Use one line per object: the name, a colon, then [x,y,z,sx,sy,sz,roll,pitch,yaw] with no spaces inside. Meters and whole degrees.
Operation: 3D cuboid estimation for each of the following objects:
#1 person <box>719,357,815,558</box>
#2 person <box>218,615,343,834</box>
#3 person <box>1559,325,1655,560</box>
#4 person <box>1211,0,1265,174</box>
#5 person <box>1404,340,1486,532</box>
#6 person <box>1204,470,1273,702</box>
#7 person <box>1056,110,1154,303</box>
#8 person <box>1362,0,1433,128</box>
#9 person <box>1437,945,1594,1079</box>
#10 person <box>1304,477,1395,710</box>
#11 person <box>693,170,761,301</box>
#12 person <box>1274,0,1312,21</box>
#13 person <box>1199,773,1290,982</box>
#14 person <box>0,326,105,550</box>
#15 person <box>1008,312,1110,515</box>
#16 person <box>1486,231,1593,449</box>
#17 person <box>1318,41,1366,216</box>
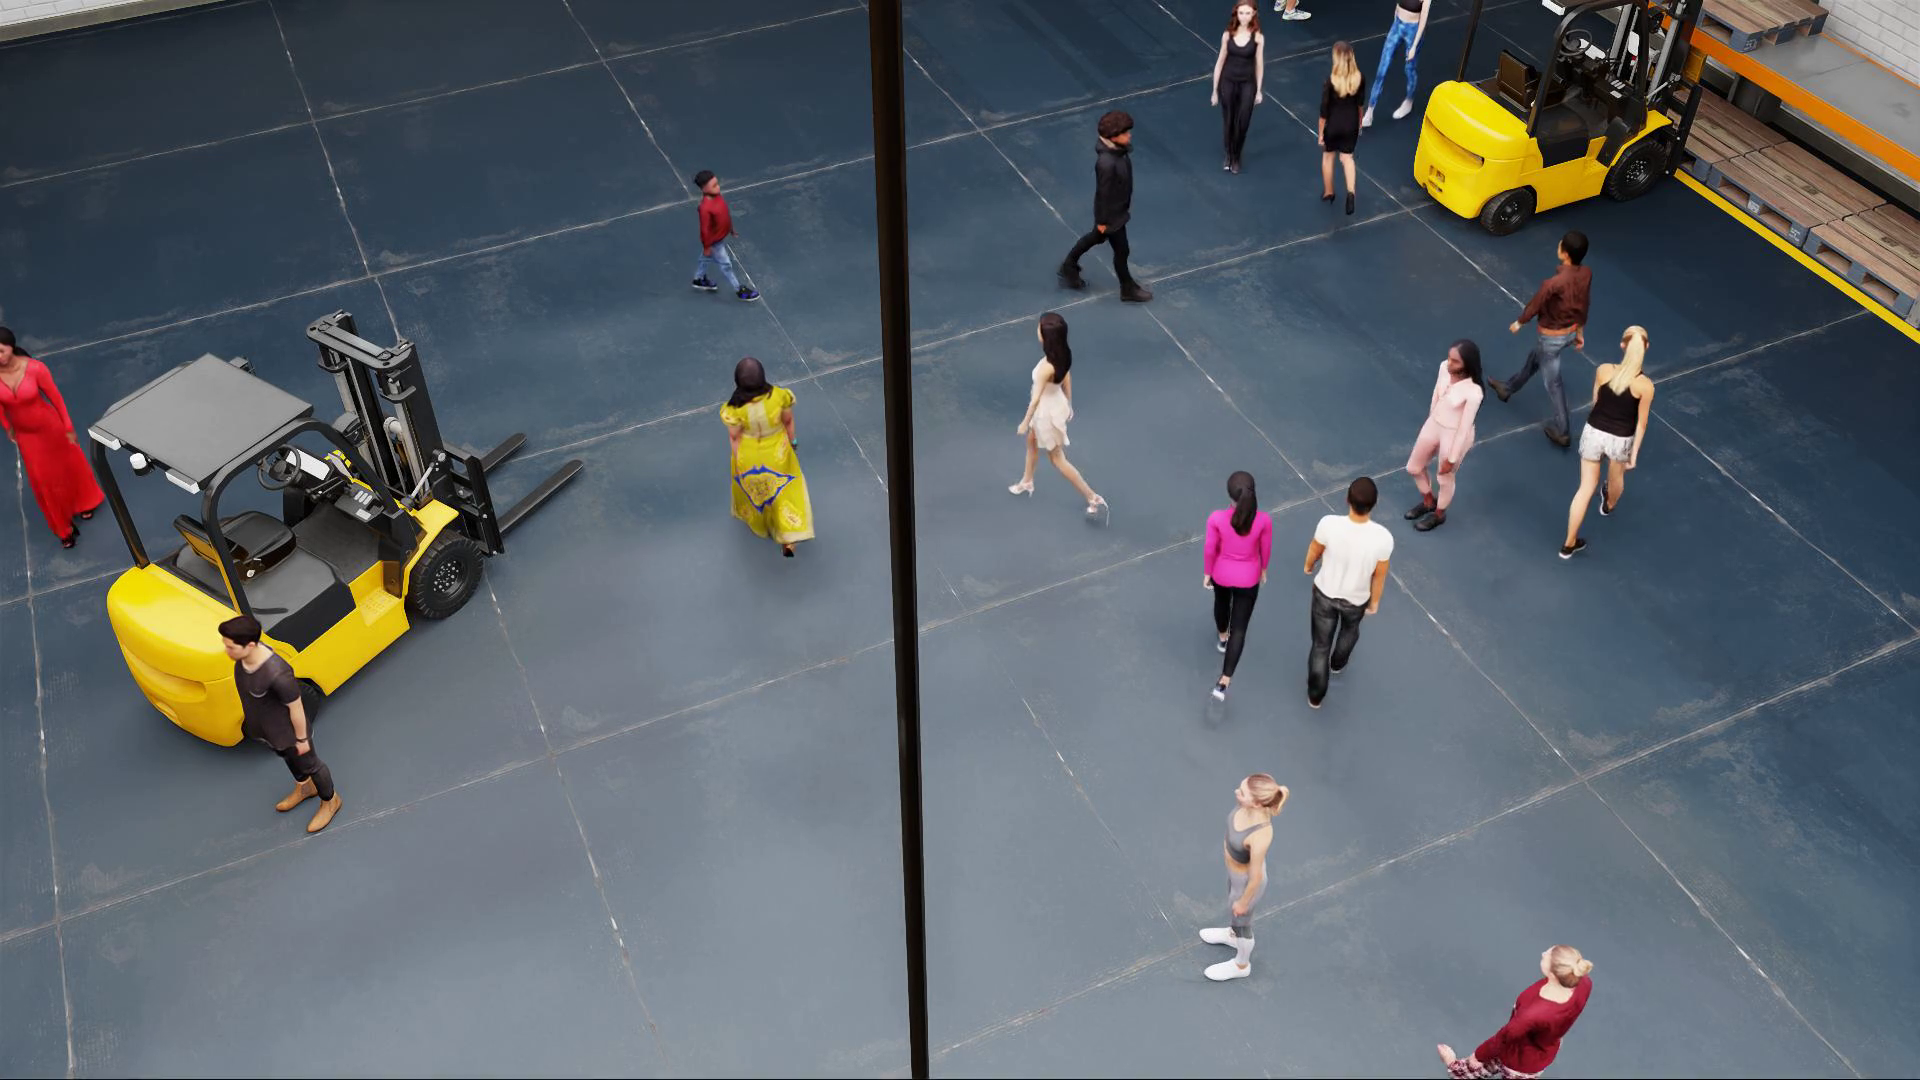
person: [-1.358,-0.555,11.704,0.831,1.641,1.067,-10,45,-11]
person: [-4.065,1.061,9.944,0.649,1.717,0.766,27,50,26]
person: [4.510,-0.655,11.690,1.115,1.794,1.045,29,51,27]
person: [2.616,-4.295,15.553,0.770,1.736,0.825,11,45,12]
person: [3.545,-0.744,11.846,0.687,1.708,0.509,-19,47,-19]
person: [1.774,0.313,10.773,1.016,1.667,1.154,10,45,11]
person: [1.185,-2.802,13.976,1.130,1.750,1.115,11,45,11]
person: [4.392,-4.869,16.153,0.833,1.750,1.054,-31,52,-29]
person: [2.916,2.612,8.349,0.778,1.673,1.018,-28,50,-26]
person: [2.429,0.390,10.610,0.925,1.781,1.004,6,44,7]
person: [-2.146,-2.596,14.143,0.873,1.222,0.875,8,44,8]
person: [3.641,-6.522,17.805,0.783,1.854,0.574,-10,44,-10]
person: [1.567,1.841,9.137,0.704,1.702,0.583,0,44,0]
person: [-6.560,-0.836,11.912,0.696,1.761,0.910,-13,45,-13]
person: [0.733,-0.839,11.952,1.079,1.700,0.993,15,46,16]
person: [4.560,-1.461,12.590,0.780,1.721,1.196,-25,49,-24]
person: [3.427,-3.629,14.916,0.744,1.651,0.945,-4,44,-4]
